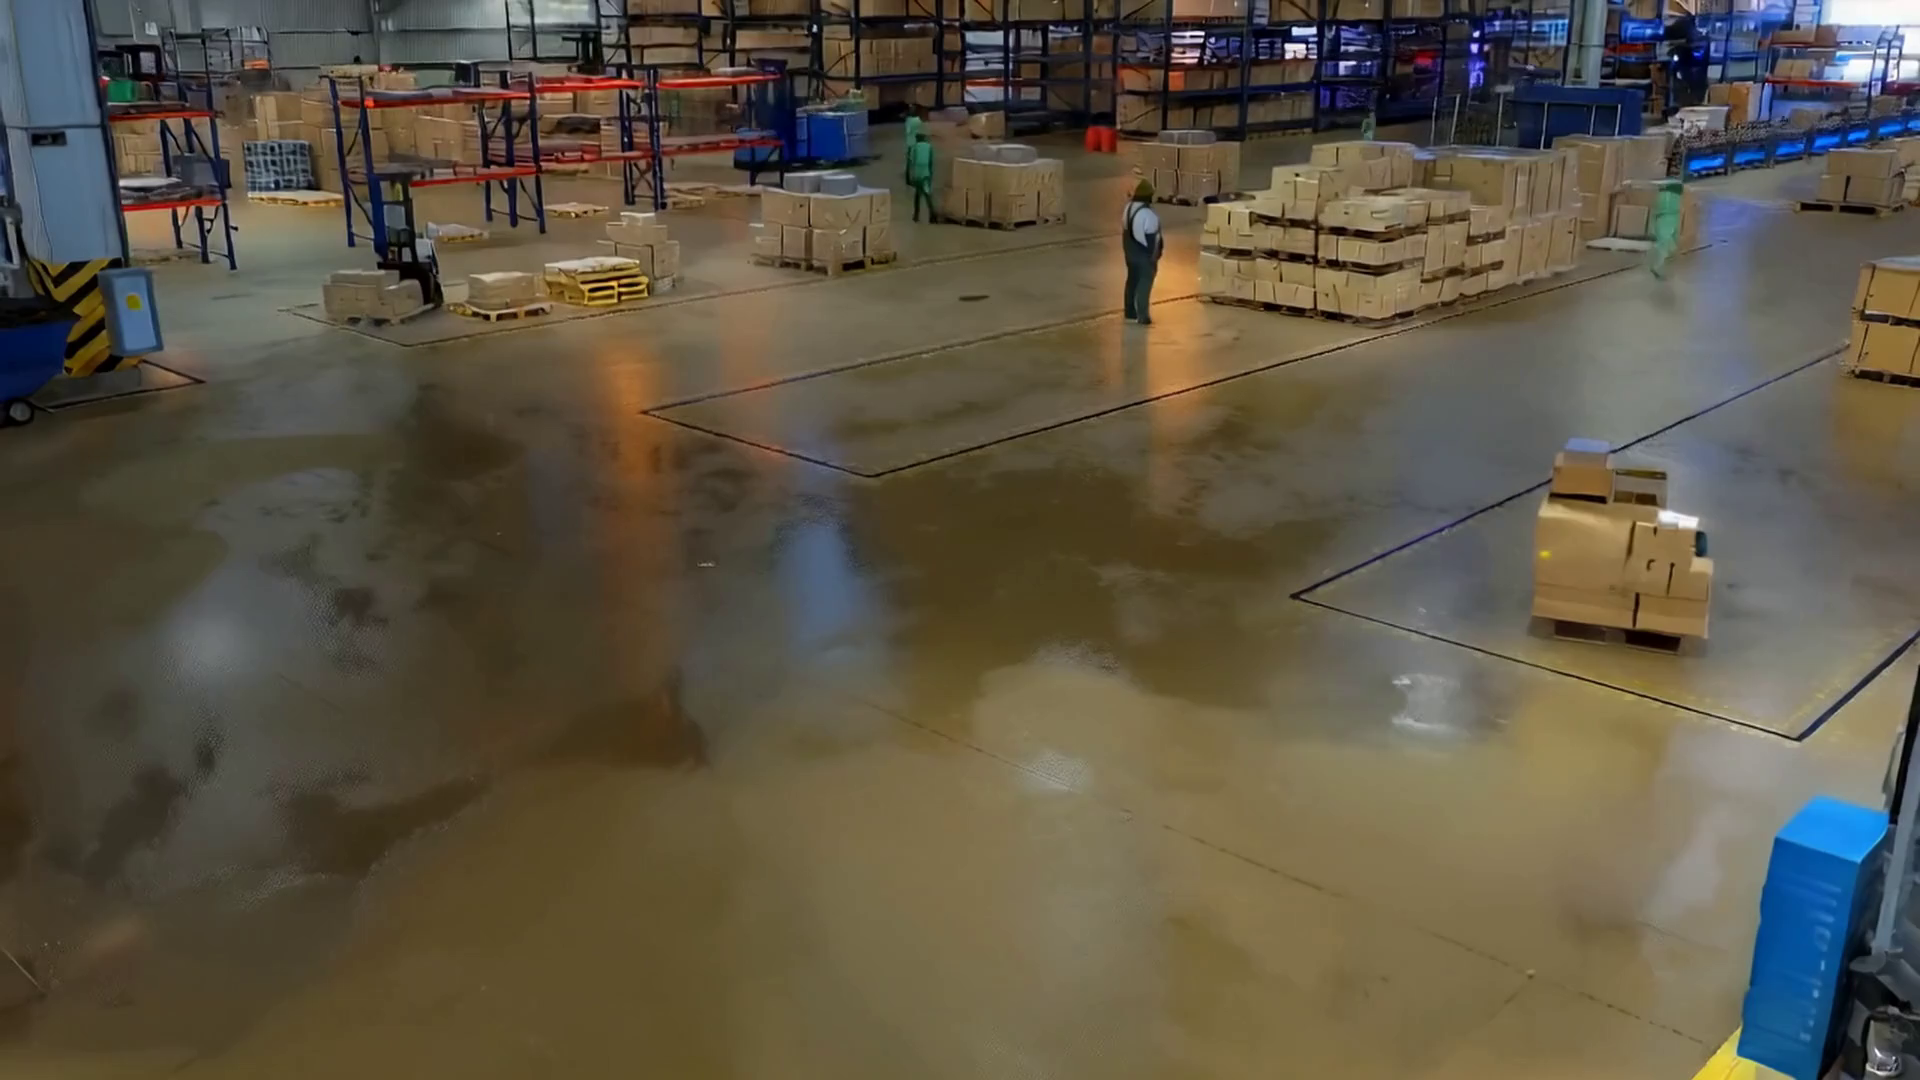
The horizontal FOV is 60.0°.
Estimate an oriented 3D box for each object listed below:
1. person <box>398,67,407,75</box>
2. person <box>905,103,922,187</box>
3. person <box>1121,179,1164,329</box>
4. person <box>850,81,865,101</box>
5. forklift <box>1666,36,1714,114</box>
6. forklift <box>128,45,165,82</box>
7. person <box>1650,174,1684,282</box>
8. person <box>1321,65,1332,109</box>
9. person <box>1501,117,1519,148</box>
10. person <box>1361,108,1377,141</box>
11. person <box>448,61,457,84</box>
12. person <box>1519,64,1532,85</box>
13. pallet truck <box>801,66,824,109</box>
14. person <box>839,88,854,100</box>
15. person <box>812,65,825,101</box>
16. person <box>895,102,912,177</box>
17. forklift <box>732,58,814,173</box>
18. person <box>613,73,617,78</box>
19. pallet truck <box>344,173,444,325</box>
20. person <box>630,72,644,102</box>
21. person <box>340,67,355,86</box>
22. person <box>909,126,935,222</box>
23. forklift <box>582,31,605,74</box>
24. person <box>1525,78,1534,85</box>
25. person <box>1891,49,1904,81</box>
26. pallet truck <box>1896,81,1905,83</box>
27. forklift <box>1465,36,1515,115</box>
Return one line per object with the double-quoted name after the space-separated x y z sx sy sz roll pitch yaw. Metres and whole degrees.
-18.907 -15.107 56.713 0.729 1.965 0.665 12 22 32 "person"
-1.083 -9.361 39.437 0.383 1.958 0.598 -12 22 -32 "person"
2.559 -3.963 23.034 0.535 2.000 0.685 -10 21 -27 "person"
-3.267 -13.854 53.374 0.538 1.696 0.317 10 21 28 "person"
27.341 -17.291 61.877 1.129 2.768 1.873 17 25 41 "forklift"
-25.619 -14.248 52.709 1.873 2.768 1.129 13 22 34 "forklift"
11.297 -4.977 26.587 0.447 1.719 0.499 -7 20 -21 "person"
13.839 -16.951 62.594 0.524 1.769 0.316 13 22 34 "person"
13.176 -9.360 39.996 0.495 1.592 0.870 -5 19 -14 "person"
10.431 -10.255 42.662 0.518 1.612 0.732 -16 24 -40 "person"
-19.344 -17.334 63.528 0.776 1.911 0.545 6 19 17 "person"
19.722 -15.484 57.798 0.643 2.001 0.964 -16 24 -39 "person"
-4.812 -15.182 56.903 0.823 1.965 1.885 -9 21 -26 "pallet truck"
-3.493 -13.181 51.502 0.527 1.599 0.858 -10 21 -27 "person"
-5.127 -16.450 60.967 0.429 1.841 0.634 13 22 33 "person"
-1.158 -9.956 41.413 0.875 1.844 0.524 0 18 0 "person"
-4.871 -10.950 42.772 1.129 2.768 1.873 17 25 41 "forklift"
-11.013 -14.059 53.612 0.631 1.939 0.369 3 19 8 "person"
-8.209 -4.181 23.757 0.823 1.965 1.885 3 19 9 "pallet truck"
-10.883 -14.793 55.978 0.855 1.860 0.611 17 25 42 "person"
-21.366 -15.617 58.381 0.995 1.888 0.648 10 21 26 "person"
-0.746 -7.317 33.335 0.557 1.914 0.670 -6 19 -18 "person"
-15.195 -19.677 69.064 1.129 2.768 1.873 17 25 41 "forklift"
17.367 -13.229 51.146 0.549 1.917 0.808 14 23 37 "person"
45.368 -22.876 80.489 0.438 1.739 0.573 7 20 21 "person"
34.802 -16.331 61.455 0.653 1.274 1.630 17 25 41 "pallet truck"
19.973 -17.201 61.605 1.873 2.768 1.129 16 24 40 "forklift"
